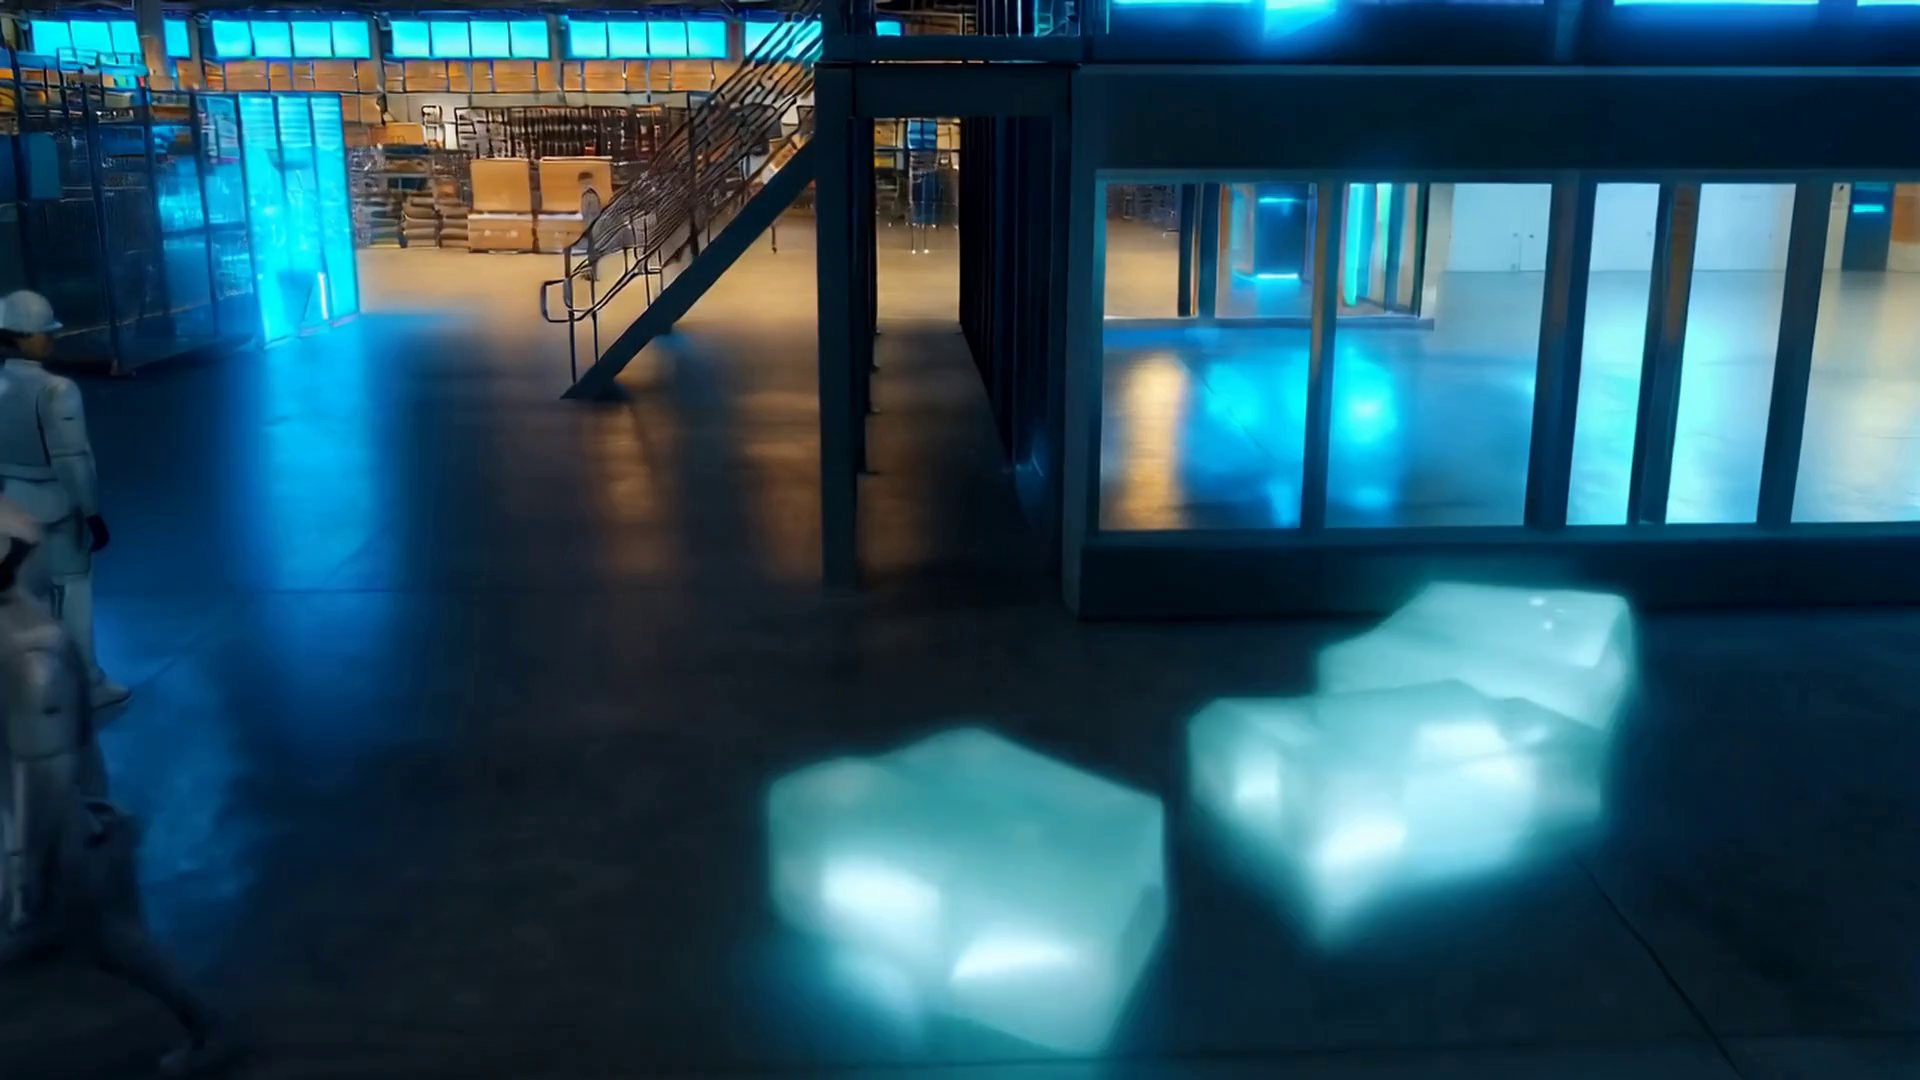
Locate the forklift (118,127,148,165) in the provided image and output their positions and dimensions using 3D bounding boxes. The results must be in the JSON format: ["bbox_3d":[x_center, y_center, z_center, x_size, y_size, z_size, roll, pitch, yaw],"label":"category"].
[{"bbox_3d":[-38.020,-17.777,76.383,1.129,2.768,1.873,-1,14,-2],"label":"forklift"}]

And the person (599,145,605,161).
[{"bbox_3d":[-18.589,-19.890,87.017,0.628,1.799,0.802,-3,14,-10],"label":"person"}]

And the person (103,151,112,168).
[{"bbox_3d":[-34.224,-14.764,66.747,0.434,1.685,0.549,-2,14,-9],"label":"person"}]

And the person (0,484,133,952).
[{"bbox_3d":[-3.163,0.483,5.543,0.524,1.827,0.637,-12,18,-39],"label":"person"}]

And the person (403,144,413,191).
[{"bbox_3d":[-22.381,-15.060,67.416,0.384,1.949,0.605,-9,17,-32],"label":"person"}]

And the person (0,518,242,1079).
[{"bbox_3d":[-2.596,0.732,4.740,0.859,1.731,0.529,-12,18,-39],"label":"person"}]

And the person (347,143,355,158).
[{"bbox_3d":[-32.291,-20.130,88.117,0.492,1.736,0.330,-9,17,-32],"label":"person"}]

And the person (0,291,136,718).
[{"bbox_3d":[-4.245,-0.150,7.728,0.622,1.993,0.381,3,14,12],"label":"person"}]

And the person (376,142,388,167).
[{"bbox_3d":[-29.200,-19.162,84.021,0.664,1.851,1.012,-12,18,-39],"label":"person"}]

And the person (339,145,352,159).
[{"bbox_3d":[-27.433,-16.753,74.437,0.586,1.822,0.403,2,14,7],"label":"person"}]

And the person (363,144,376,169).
[{"bbox_3d":[-28.221,-17.995,79.420,0.861,1.818,0.580,12,18,39],"label":"person"}]

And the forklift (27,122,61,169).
[{"bbox_3d":[-35.376,-14.773,64.377,1.129,2.768,1.873,-1,14,-2],"label":"forklift"}]

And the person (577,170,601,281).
[{"bbox_3d":[-6.586,-5.588,29.578,0.362,1.938,0.545,-2,14,-9],"label":"person"}]

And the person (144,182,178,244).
[{"bbox_3d":[-11.689,-4.245,24.216,0.629,1.936,0.372,-12,18,-39],"label":"person"}]

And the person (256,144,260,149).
[{"bbox_3d":[-35.759,-19.361,85.044,0.718,1.733,0.570,12,18,39],"label":"person"}]

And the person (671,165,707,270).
[{"bbox_3d":[-5.108,-6.115,31.475,1.022,2.000,0.693,4,15,16],"label":"person"}]
